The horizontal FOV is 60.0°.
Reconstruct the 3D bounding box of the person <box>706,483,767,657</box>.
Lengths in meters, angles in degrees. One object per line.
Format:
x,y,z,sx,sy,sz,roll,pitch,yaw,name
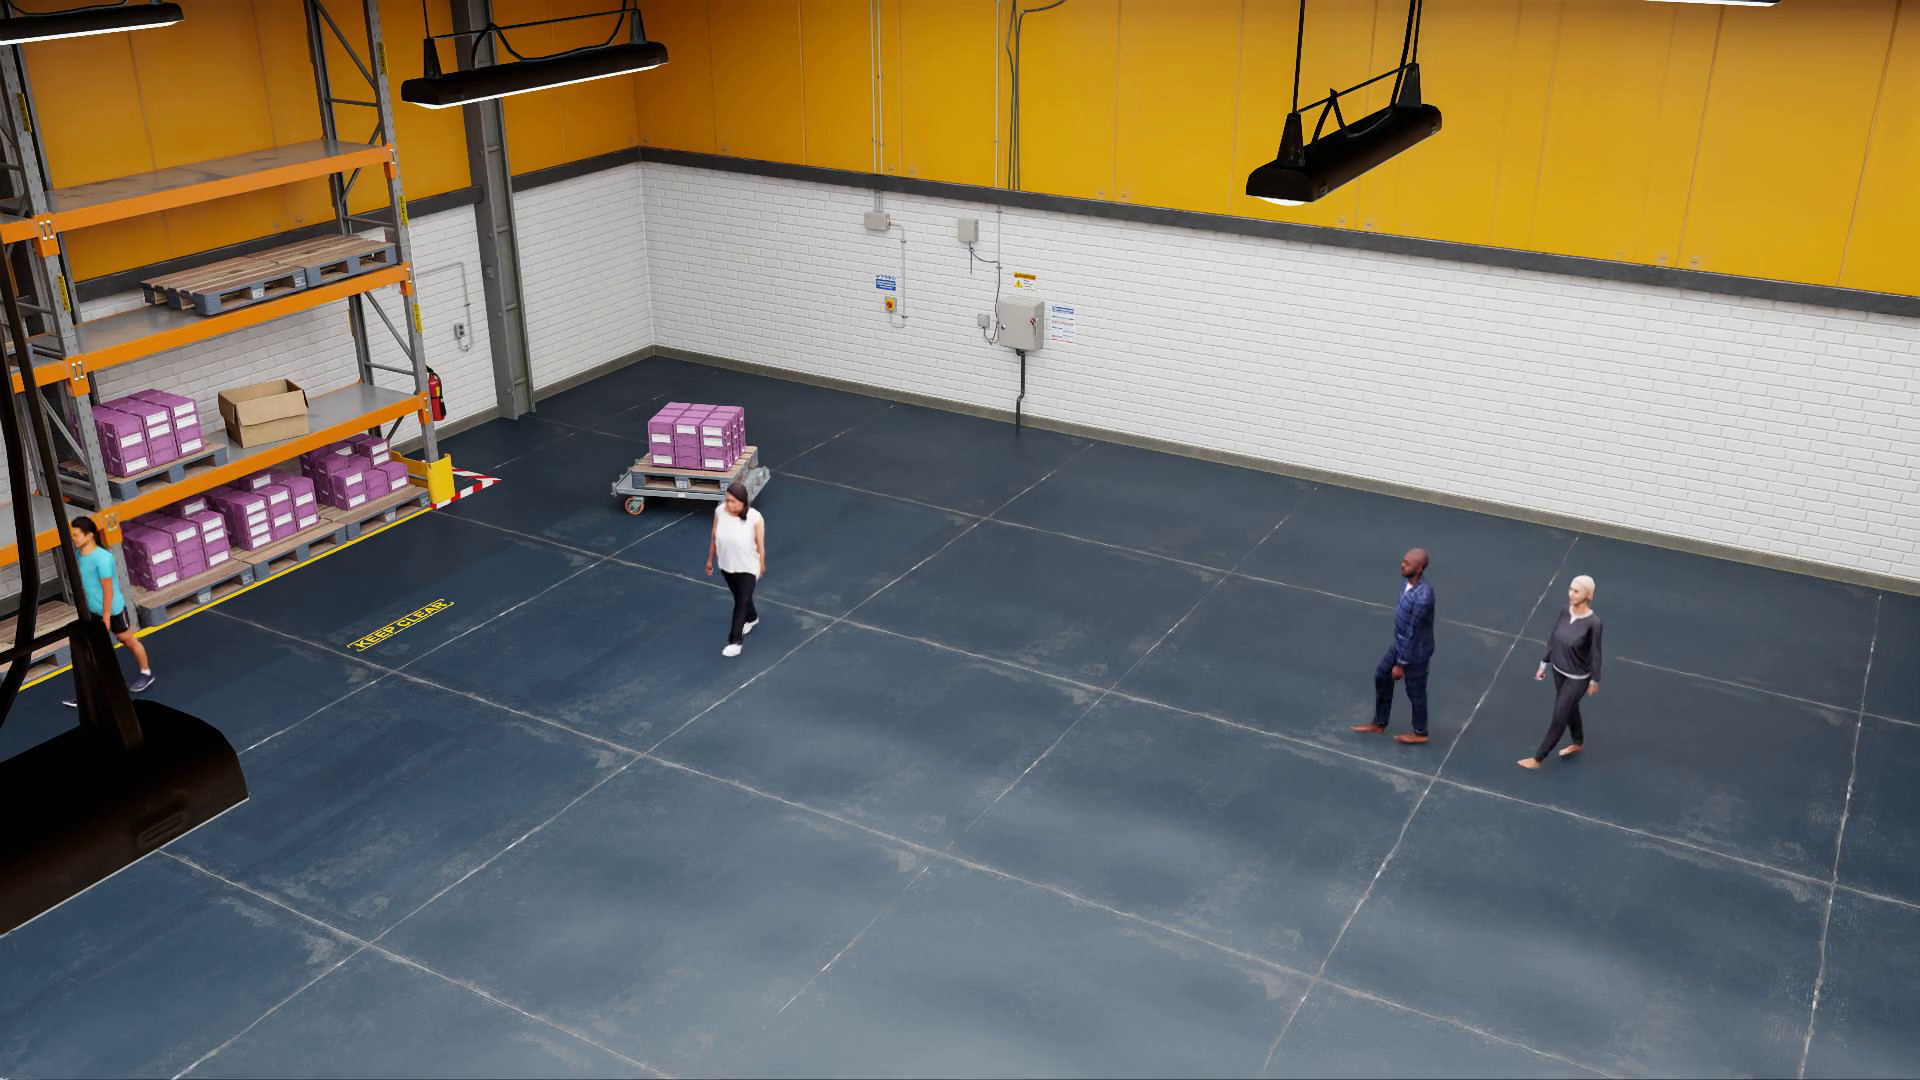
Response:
-2.072,0.216,15.819,0.692,1.646,1.084,12,26,25,person

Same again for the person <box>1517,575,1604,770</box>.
5.136,1.078,13.792,1.117,1.689,0.989,-10,26,-22,person

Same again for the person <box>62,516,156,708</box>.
-7.530,0.597,14.830,0.676,1.739,1.064,11,26,23,person

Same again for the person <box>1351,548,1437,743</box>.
3.891,0.909,14.047,0.998,1.796,0.963,-3,24,-6,person
